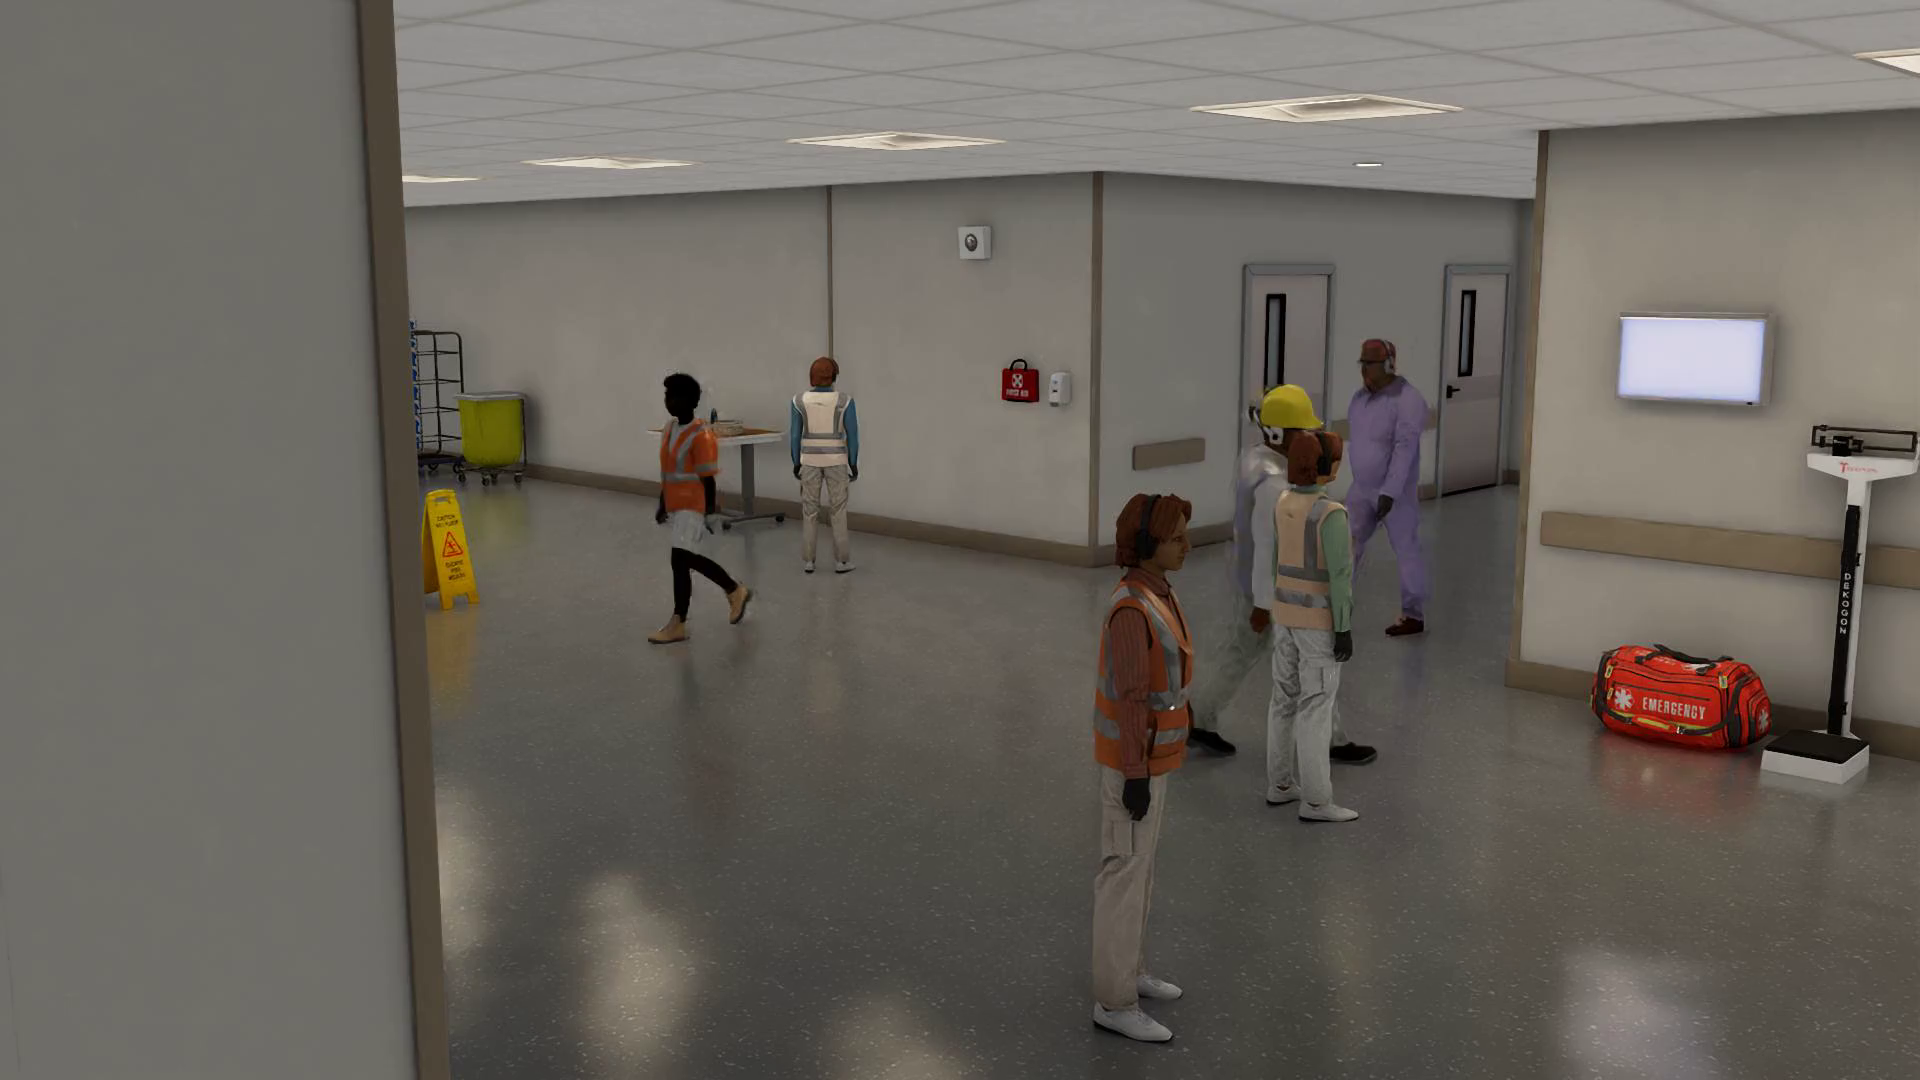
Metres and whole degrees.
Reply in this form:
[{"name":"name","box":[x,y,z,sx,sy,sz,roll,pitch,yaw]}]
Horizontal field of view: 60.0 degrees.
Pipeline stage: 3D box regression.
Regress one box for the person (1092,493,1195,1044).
[{"name":"person","box":[0.553,0.669,5.038,0.311,1.638,0.523,2,10,14]}]

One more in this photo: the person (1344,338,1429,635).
[{"name":"person","box":[2.521,-0.302,10.295,0.989,1.859,0.656,-6,11,-31]}]

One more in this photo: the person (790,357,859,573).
[{"name":"person","box":[-1.021,-0.560,12.569,0.523,1.639,0.306,1,9,8]}]

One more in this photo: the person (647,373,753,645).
[{"name":"person","box":[-1.633,-0.219,10.372,0.769,1.665,0.532,-7,11,-35]}]

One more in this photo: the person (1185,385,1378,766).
[{"name":"person","box":[1.457,0.167,7.688,0.905,1.784,0.594,0,9,0]}]

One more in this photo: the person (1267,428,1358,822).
[{"name":"person","box":[1.466,0.353,6.962,0.307,1.644,0.514,-4,10,-21]}]
